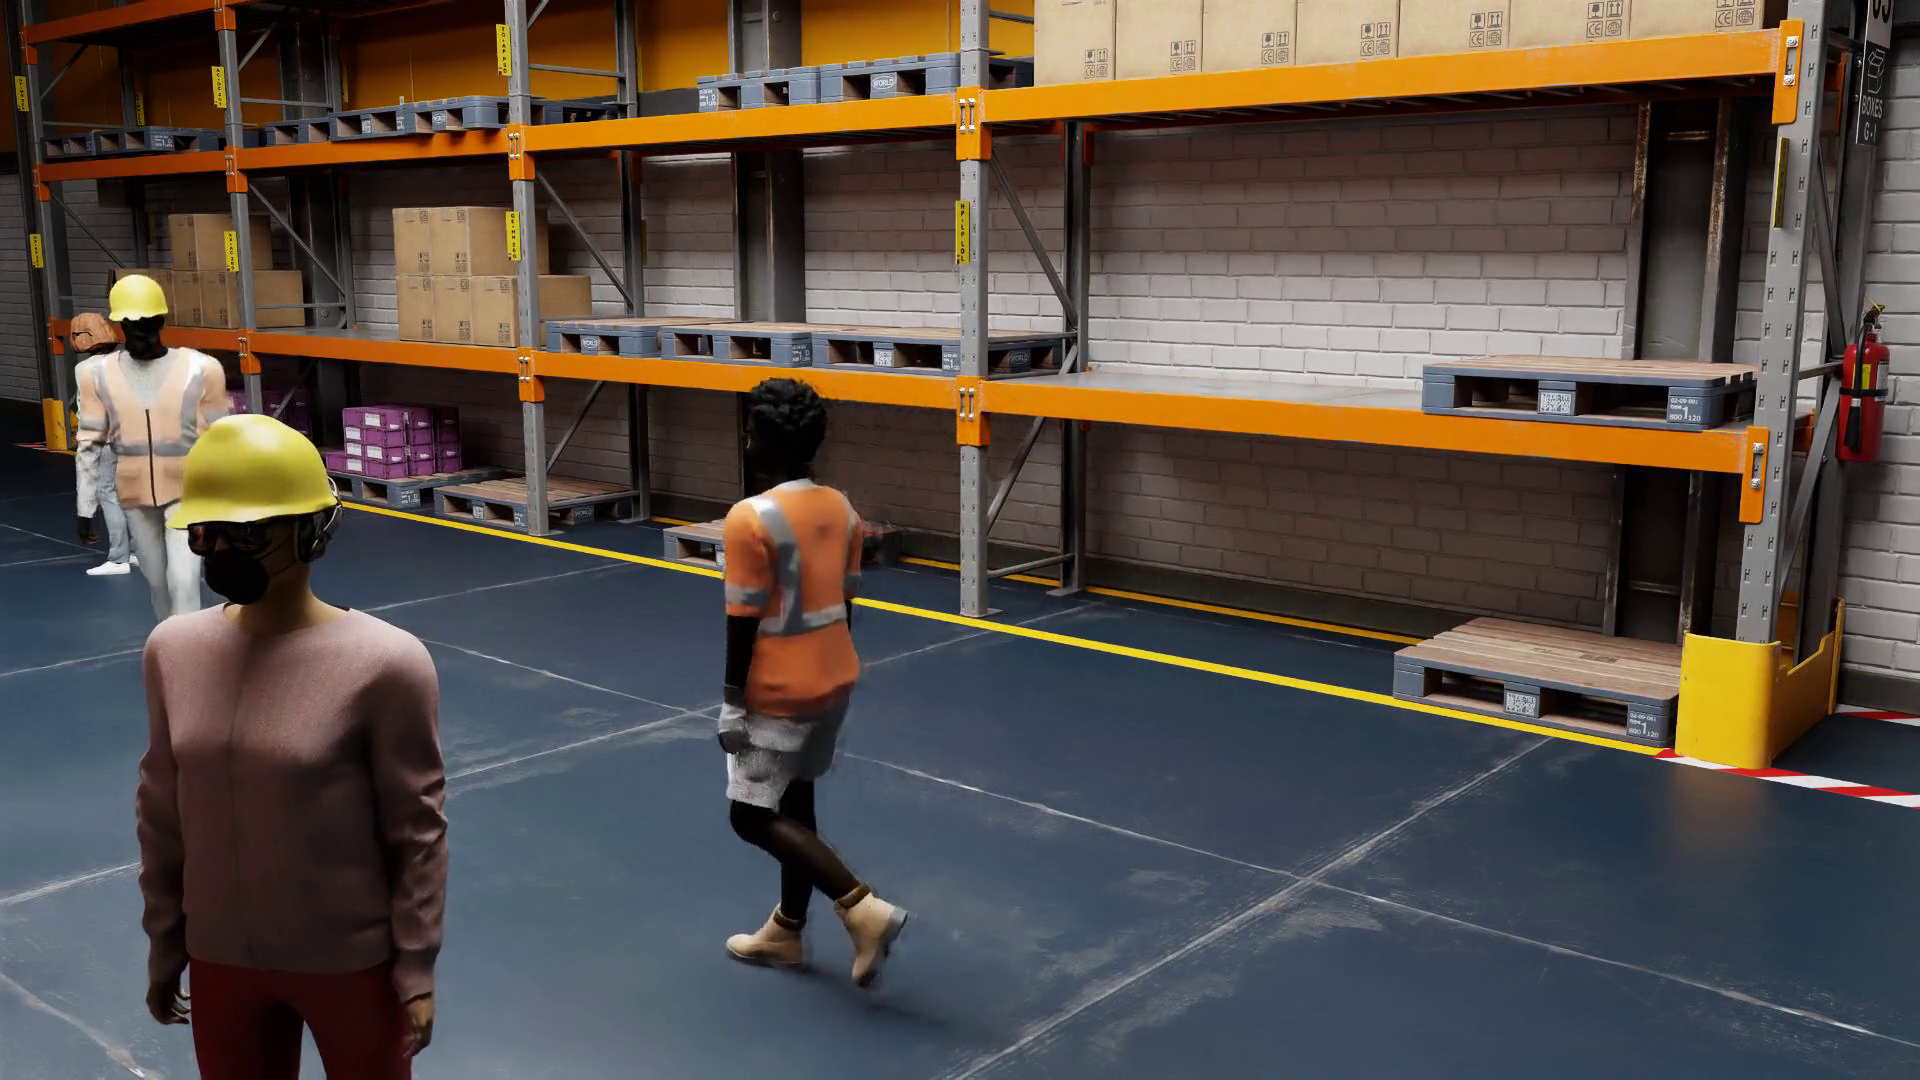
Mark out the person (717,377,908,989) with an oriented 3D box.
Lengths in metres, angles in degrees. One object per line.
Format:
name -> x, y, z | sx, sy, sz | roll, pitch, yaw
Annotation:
person -> -0.407, 0.404, 4.486 | 0.566, 1.681, 0.544 | 5, 11, 27

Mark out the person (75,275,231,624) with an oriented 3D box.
person -> -3.488, -0.178, 7.179 | 0.626, 1.895, 0.794 | -1, 10, -8

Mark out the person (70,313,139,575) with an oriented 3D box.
person -> -5.329, -0.598, 10.380 | 0.288, 1.626, 0.497 | 0, 10, 1

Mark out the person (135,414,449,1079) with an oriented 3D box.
person -> -1.087, 0.676, 2.709 | 0.524, 1.770, 0.315 | 2, 10, 9
